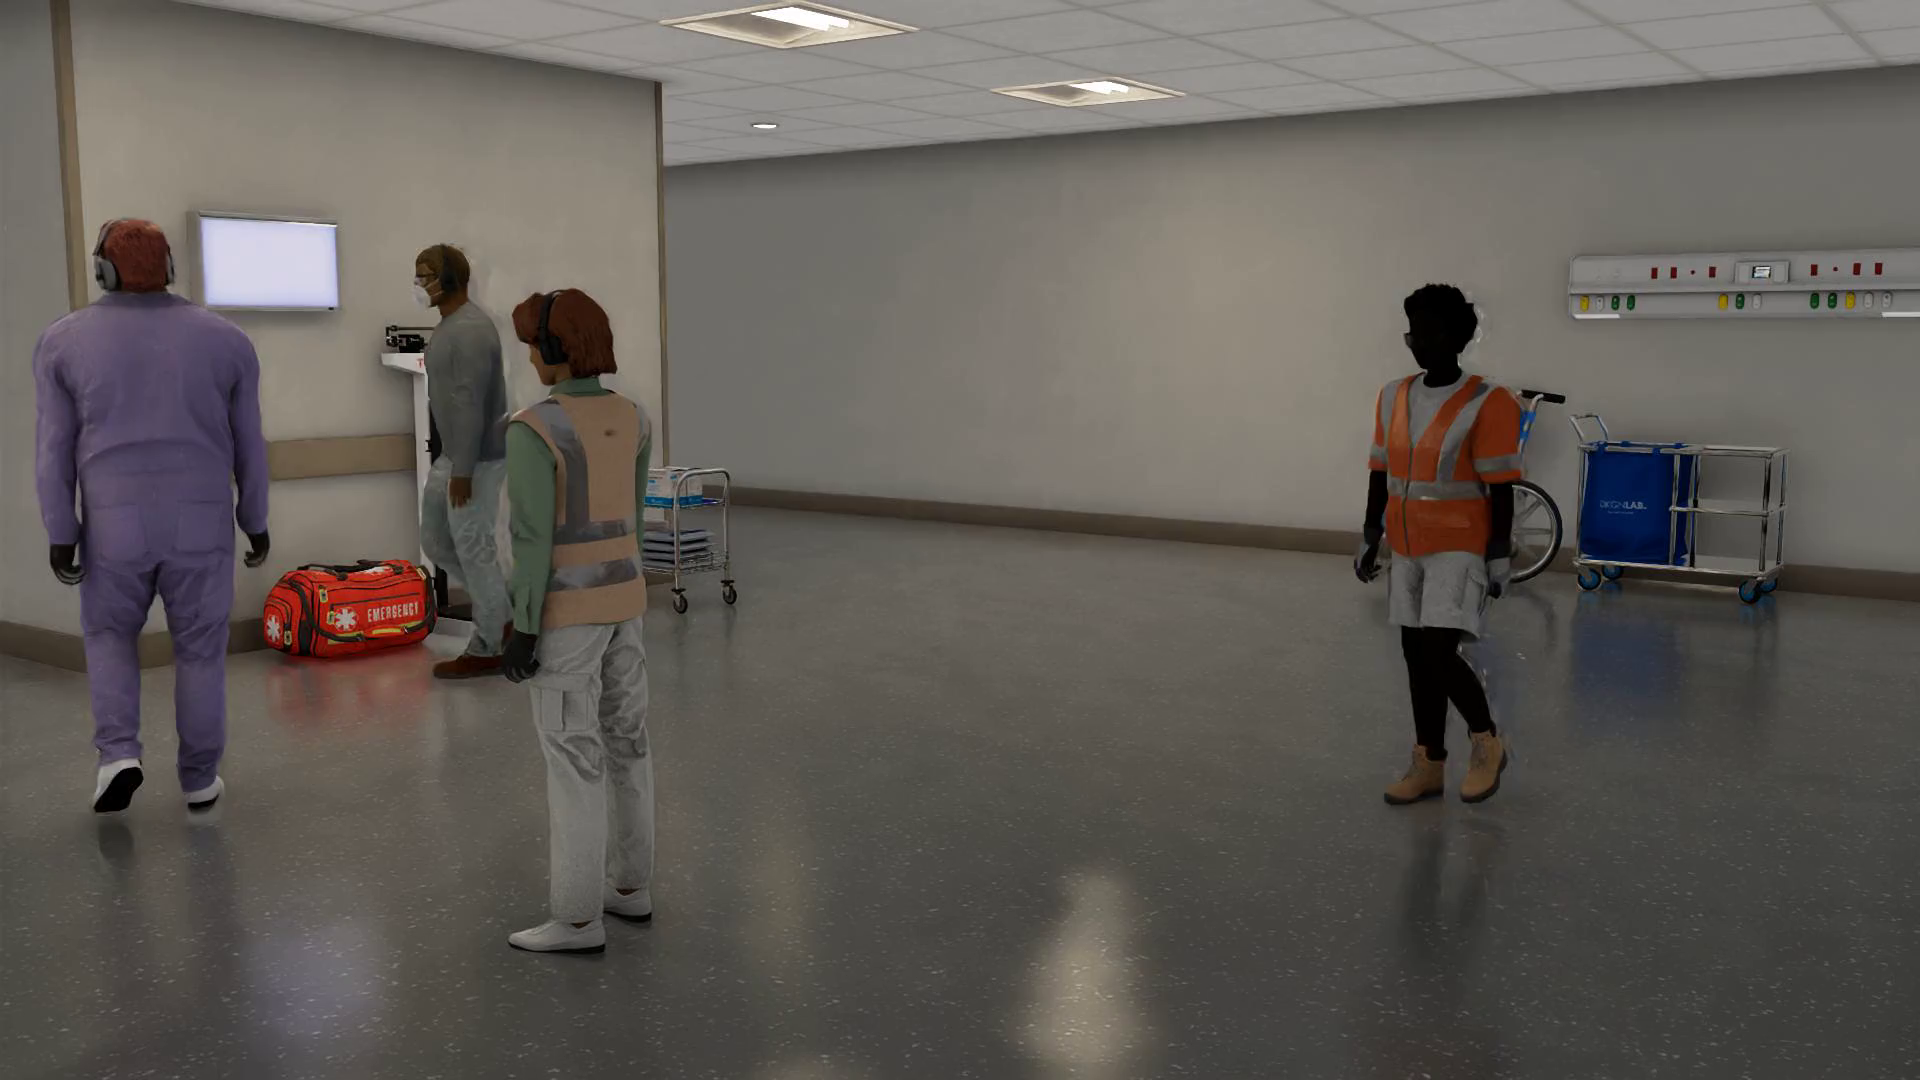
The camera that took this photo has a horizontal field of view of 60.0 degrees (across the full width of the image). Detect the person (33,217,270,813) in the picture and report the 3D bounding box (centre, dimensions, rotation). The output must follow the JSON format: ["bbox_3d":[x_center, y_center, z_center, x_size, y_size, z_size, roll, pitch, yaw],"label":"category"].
[{"bbox_3d":[-2.530,-0.060,5.260,0.667,1.895,0.419,-3,8,-26],"label":"person"}]

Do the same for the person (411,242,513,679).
[{"bbox_3d":[-2.187,-0.340,7.340,0.415,1.922,0.645,-4,8,-28],"label":"person"}]

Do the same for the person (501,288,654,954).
[{"bbox_3d":[-0.942,0.202,4.140,0.308,1.638,0.511,3,8,22],"label":"person"}]

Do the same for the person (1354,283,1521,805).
[{"bbox_3d":[1.515,0.034,5.308,0.363,1.688,0.545,-4,8,-30],"label":"person"}]
